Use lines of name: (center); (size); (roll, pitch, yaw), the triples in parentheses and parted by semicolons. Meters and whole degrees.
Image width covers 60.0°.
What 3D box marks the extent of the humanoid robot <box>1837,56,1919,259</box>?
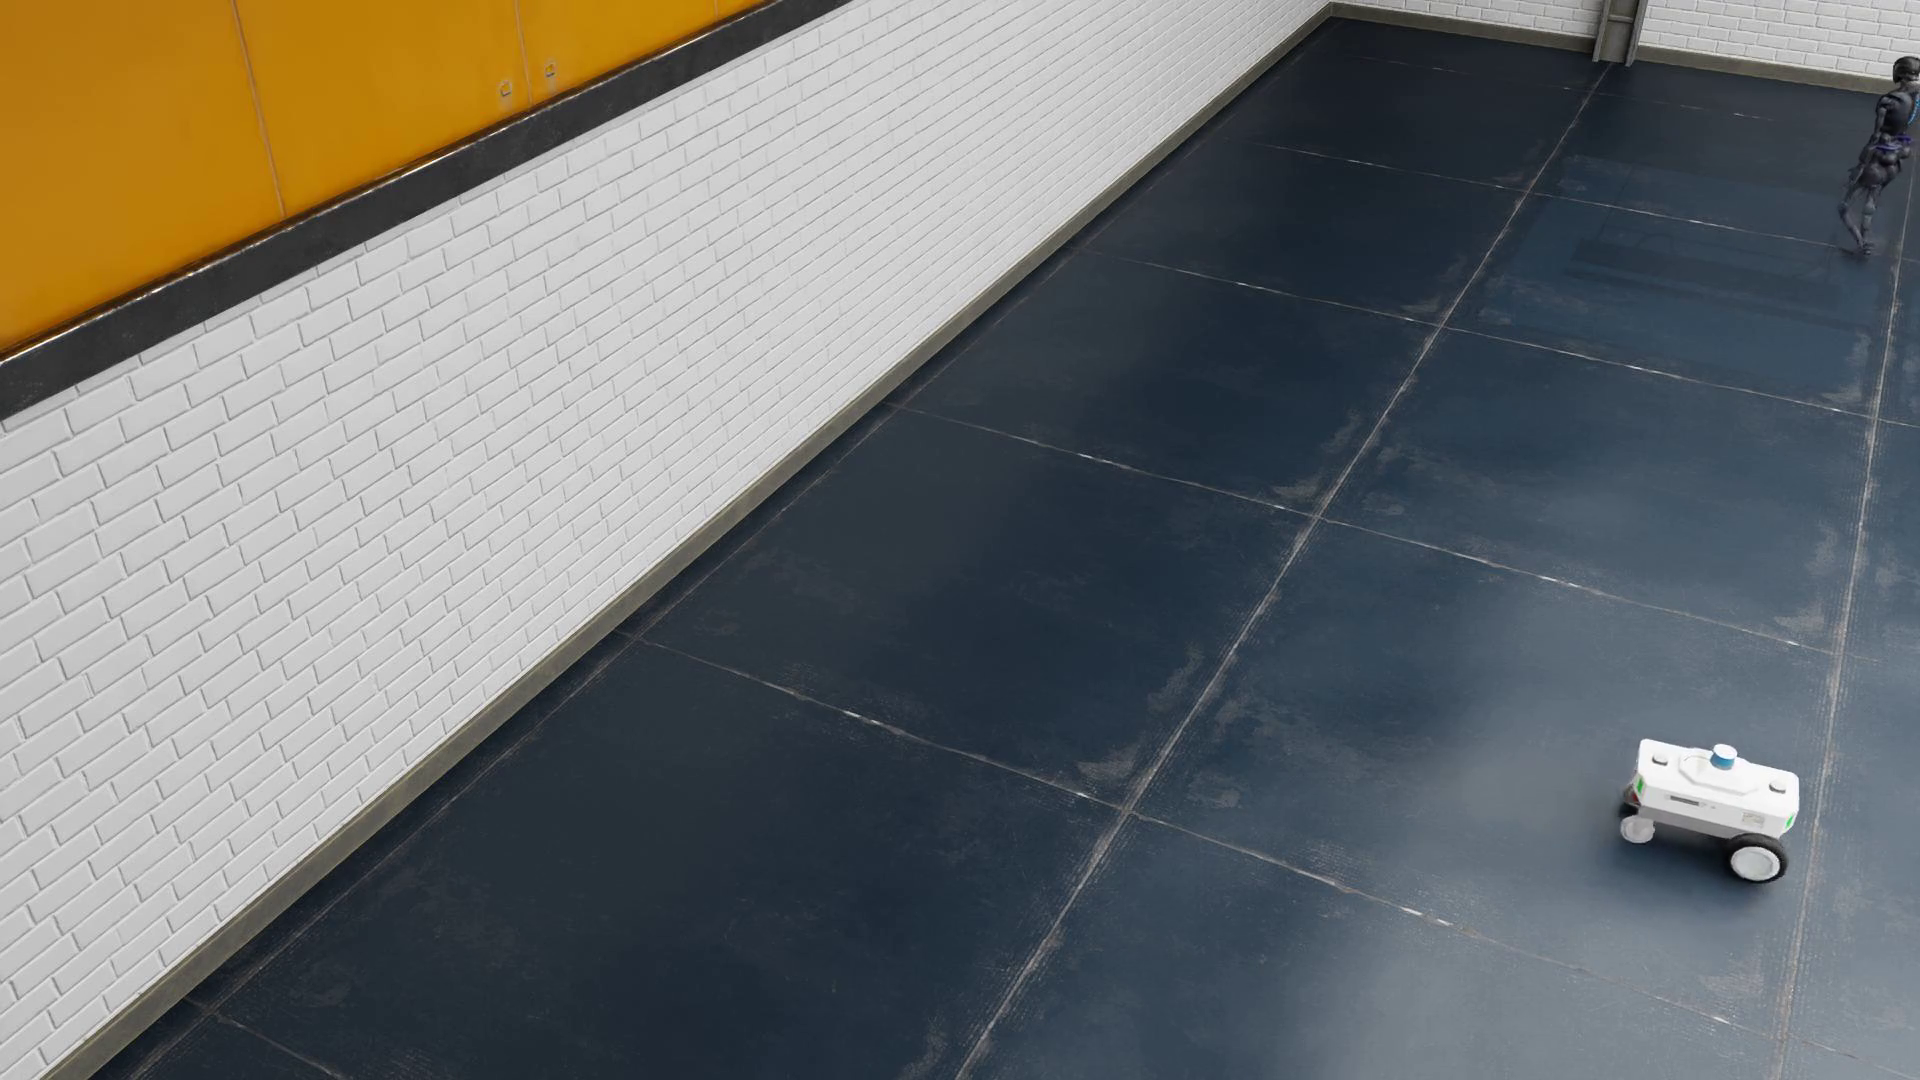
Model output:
humanoid robot: (7.325, -3.023, 13.209); (0.610, 1.643, 0.354); (-23, 40, -30)

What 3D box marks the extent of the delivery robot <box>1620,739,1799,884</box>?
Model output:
delivery robot: (3.575, 1.235, 7.891); (0.801, 0.602, 0.499); (13, 36, 18)
